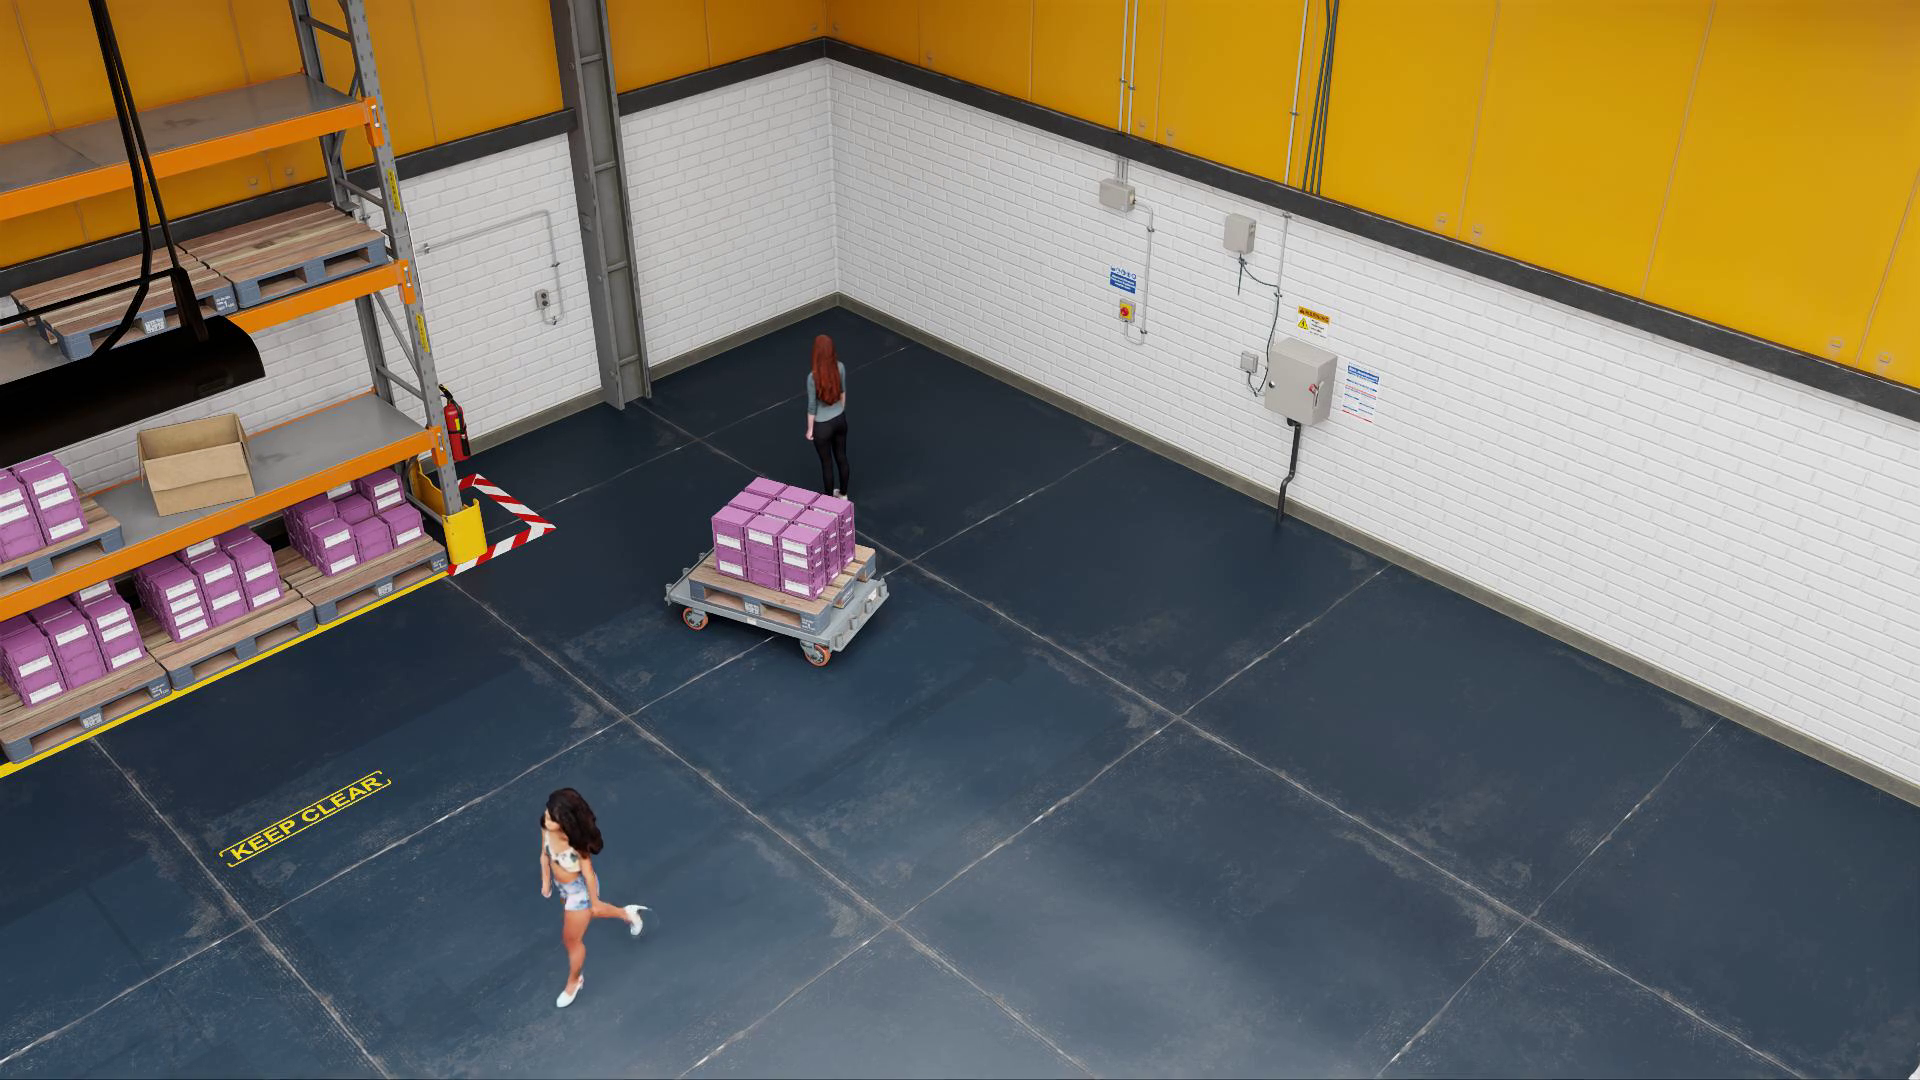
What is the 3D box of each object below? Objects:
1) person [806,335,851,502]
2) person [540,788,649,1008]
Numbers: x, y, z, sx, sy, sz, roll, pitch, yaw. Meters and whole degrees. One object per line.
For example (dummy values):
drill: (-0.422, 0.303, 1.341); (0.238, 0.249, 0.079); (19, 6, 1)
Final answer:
person: (-1.168, -1.028, 14.796); (0.492, 1.743, 0.643); (-25, 41, -33)
person: (-2.295, 2.115, 10.197); (0.565, 1.600, 0.984); (27, 42, 34)
